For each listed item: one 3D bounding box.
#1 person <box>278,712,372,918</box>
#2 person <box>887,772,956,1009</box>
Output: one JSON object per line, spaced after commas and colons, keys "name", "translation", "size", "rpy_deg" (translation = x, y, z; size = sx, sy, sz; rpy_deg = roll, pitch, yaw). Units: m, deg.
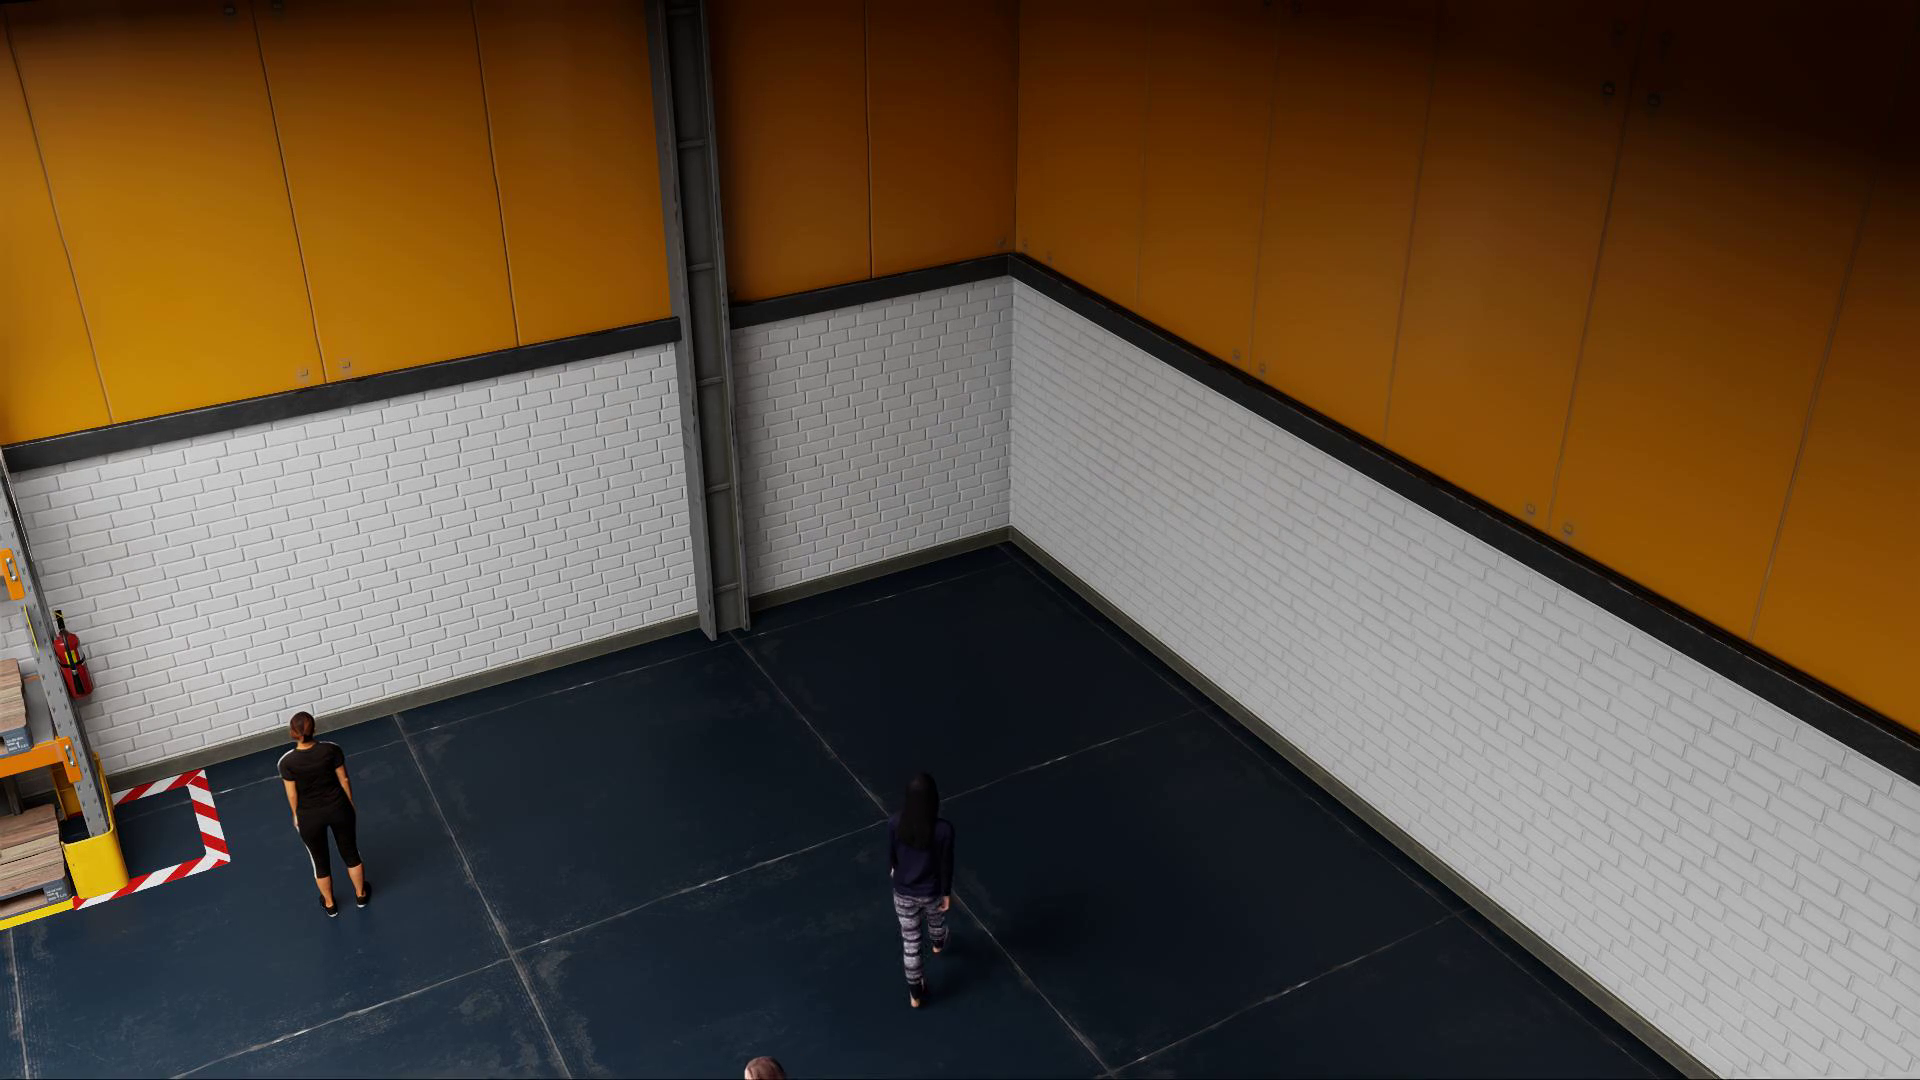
{"name": "person", "translation": [-4.453, 1.902, 11.643], "size": [0.471, 1.669, 0.645], "rpy_deg": [-14, 31, -23]}
{"name": "person", "translation": [-0.280, 2.315, 10.851], "size": [1.009, 1.703, 0.998], "rpy_deg": [2, 29, 3]}
